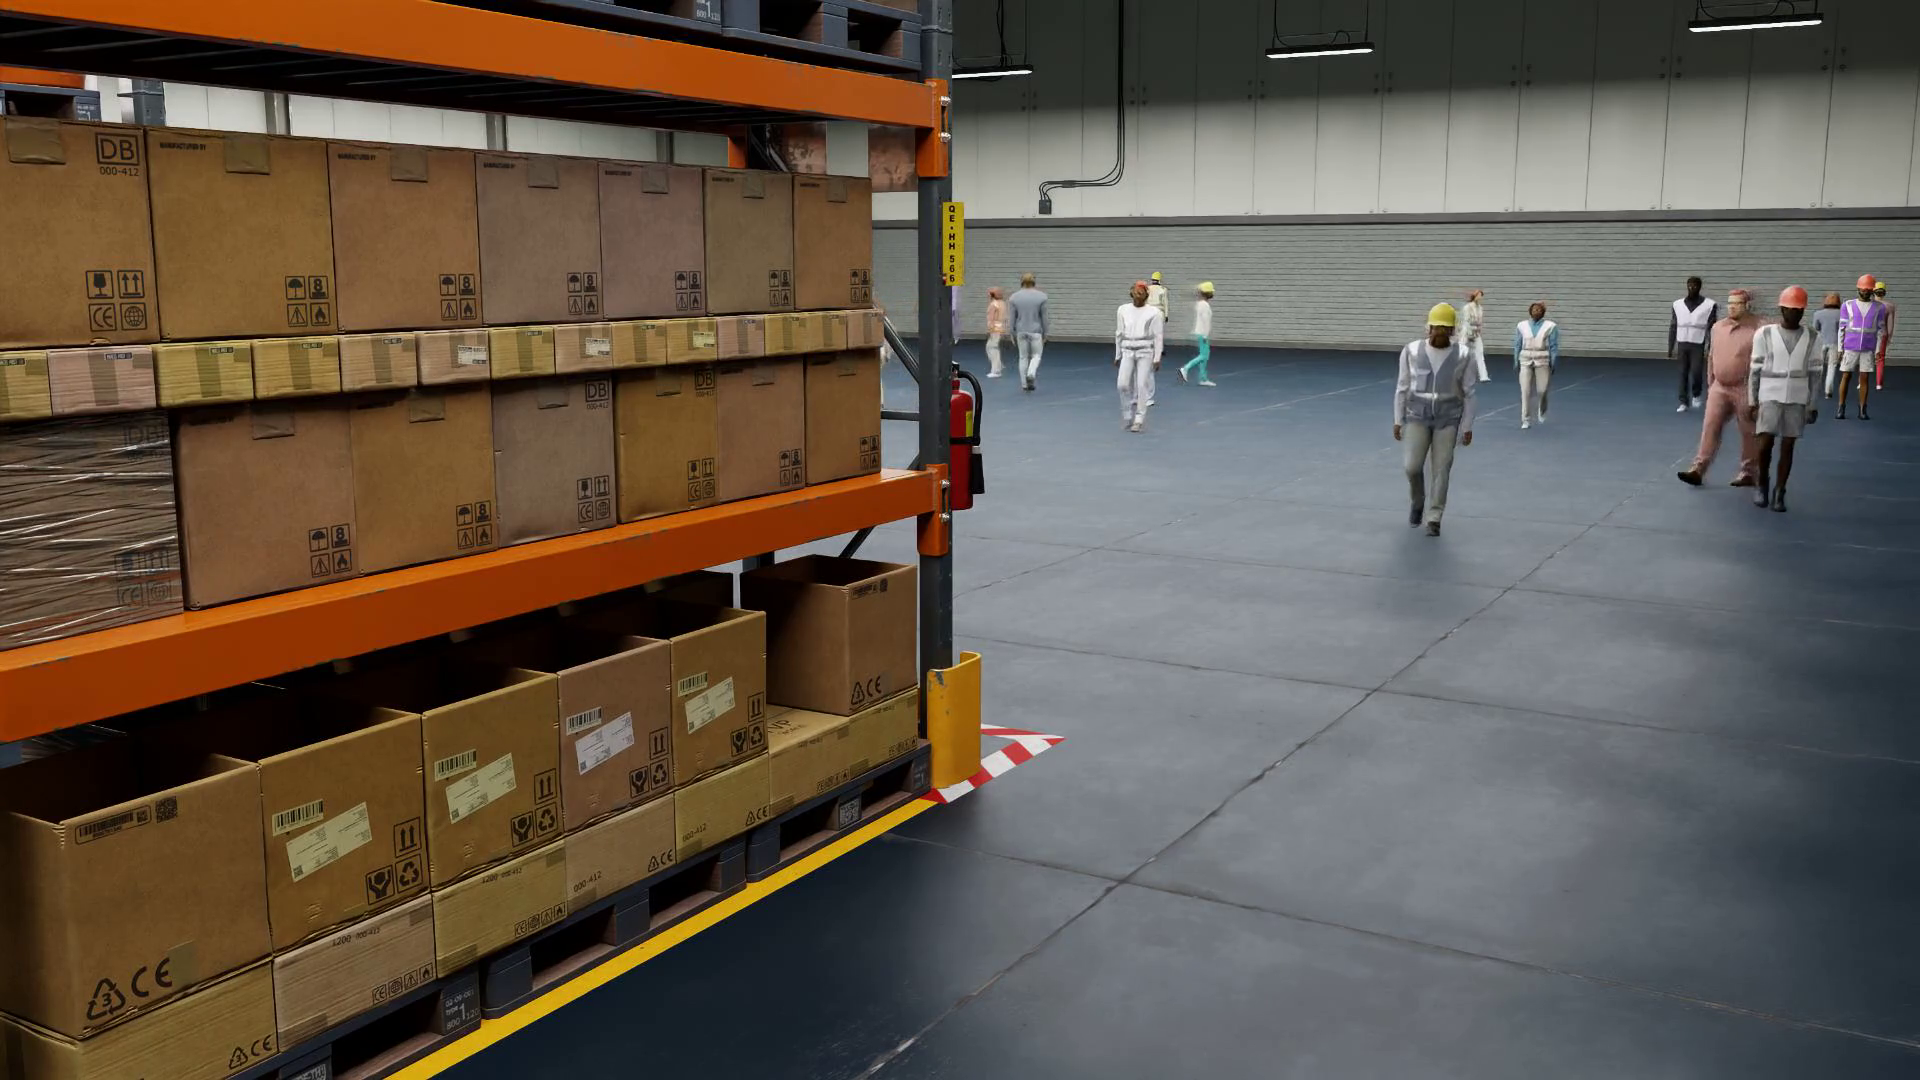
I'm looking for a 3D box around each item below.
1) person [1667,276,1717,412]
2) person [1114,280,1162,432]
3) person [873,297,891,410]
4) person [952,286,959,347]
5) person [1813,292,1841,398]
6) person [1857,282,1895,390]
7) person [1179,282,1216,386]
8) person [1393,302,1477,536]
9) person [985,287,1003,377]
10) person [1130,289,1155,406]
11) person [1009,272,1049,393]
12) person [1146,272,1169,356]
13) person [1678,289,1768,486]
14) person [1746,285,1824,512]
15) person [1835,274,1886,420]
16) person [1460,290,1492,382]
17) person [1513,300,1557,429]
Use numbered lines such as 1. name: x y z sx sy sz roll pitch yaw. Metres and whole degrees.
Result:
1. person: 10.222 -2.733 23.248 0.616 1.902 0.454 8 12 38
2. person: 2.182 -2.261 20.545 0.616 1.874 0.498 4 10 22
3. person: -1.171 -2.486 22.602 0.372 1.611 0.527 8 13 39
4. person: -0.291 -5.523 39.737 0.645 1.862 1.003 5 11 27
5. person: 13.369 -2.985 25.562 0.517 1.622 0.394 7 12 37
6. person: 14.927 -3.325 27.141 0.518 1.757 0.340 3 10 19
7. person: 4.005 -3.444 27.849 0.560 1.756 0.531 0 10 1
8. person: 3.699 -0.935 12.955 0.627 1.816 0.425 3 10 17
9. person: 0.569 -3.730 29.864 0.433 1.623 0.538 3 10 15
10. person: 2.641 -2.829 24.205 0.327 1.767 0.533 -8 13 -40
11. person: 1.081 -3.281 26.374 0.648 1.927 0.505 2 10 11
12. person: 4.284 -4.940 36.372 0.590 1.833 0.404 4 10 22
13. person: 7.195 -1.405 15.565 0.951 1.860 0.679 -6 12 -33
14. person: 7.010 -1.191 14.137 0.567 1.926 0.400 3 10 15
15. person: 11.998 -2.568 22.174 0.542 1.938 0.358 4 10 21
16. person: 8.897 -3.560 28.994 0.513 1.602 0.846 -6 11 -31
17. person: 7.293 -2.225 21.089 0.525 1.629 0.458 5 11 26
